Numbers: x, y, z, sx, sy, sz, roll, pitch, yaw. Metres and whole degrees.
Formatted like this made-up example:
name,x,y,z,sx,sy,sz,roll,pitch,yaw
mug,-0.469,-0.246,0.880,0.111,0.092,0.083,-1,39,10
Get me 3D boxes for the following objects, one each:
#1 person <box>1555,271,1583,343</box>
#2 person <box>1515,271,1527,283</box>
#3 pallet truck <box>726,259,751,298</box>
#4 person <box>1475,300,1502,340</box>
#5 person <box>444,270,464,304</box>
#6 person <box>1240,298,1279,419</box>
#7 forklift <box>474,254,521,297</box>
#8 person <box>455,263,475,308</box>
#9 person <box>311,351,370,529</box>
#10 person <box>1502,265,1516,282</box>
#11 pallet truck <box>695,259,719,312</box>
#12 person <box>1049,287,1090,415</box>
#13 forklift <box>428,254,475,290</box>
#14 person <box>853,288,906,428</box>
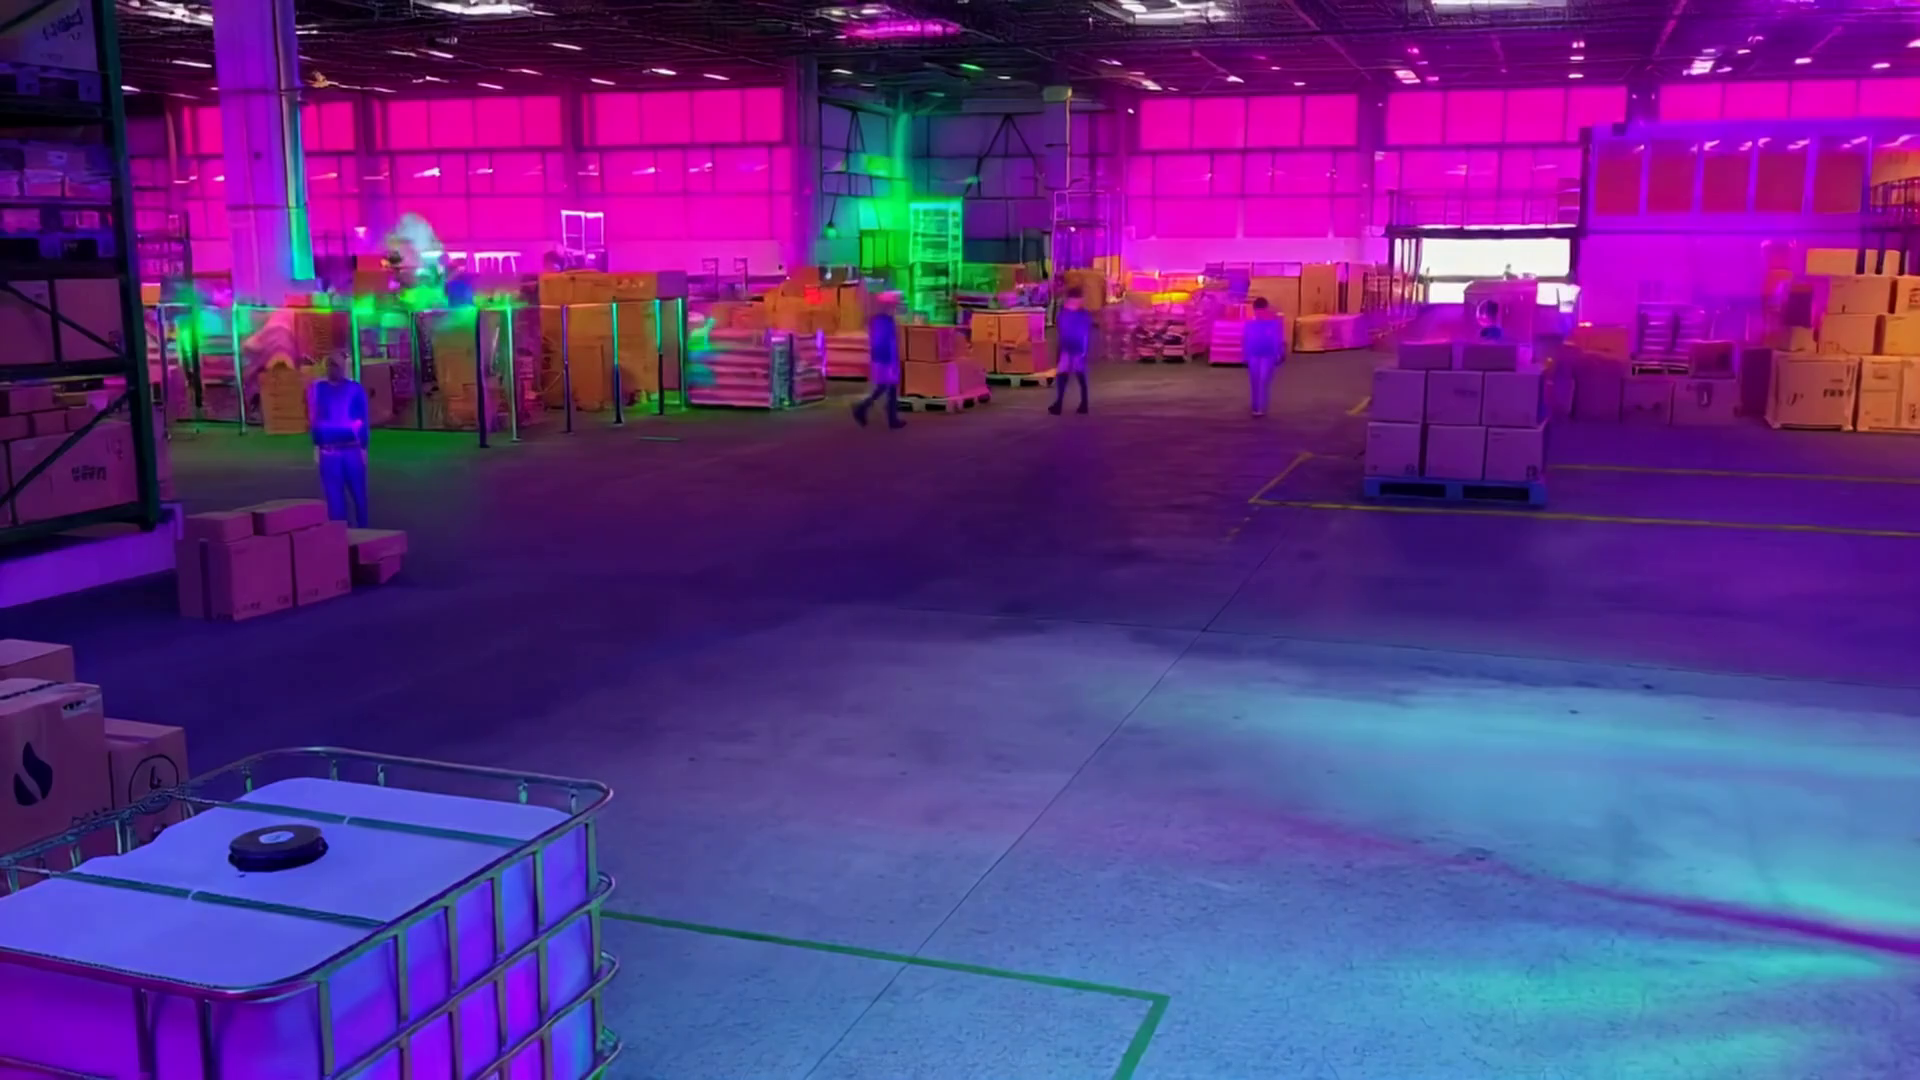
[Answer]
name,x,y,z,sx,sy,sz,roll,pitch,yaw
person,14.073,-5.267,38.502,0.607,1.897,0.600,7,12,36
person,11.768,-4.708,35.163,0.368,1.961,0.612,8,13,37
pallet truck,-7.986,-9.493,62.019,0.823,1.965,1.885,3,11,17
person,6.151,-1.873,19.486,0.332,1.865,0.520,7,12,34
person,-12.795,-5.834,41.798,0.991,1.853,0.665,4,11,23
person,4.296,-2.608,23.963,0.546,1.742,0.684,5,11,25
forklift,-17.990,-10.121,64.684,1.157,1.987,2.680,3,11,17
person,-13.386,-6.441,44.798,0.614,2.020,0.538,-1,10,-4
person,-5.115,-0.744,13.751,0.512,1.642,0.312,2,10,11
person,19.381,-8.809,58.690,0.558,1.809,0.450,1,10,6
pallet truck,-9.165,-9.627,62.776,0.823,1.965,1.885,4,11,23
person,1.654,-2.786,24.575,0.561,1.884,0.980,7,12,33
forklift,-20.133,-10.254,65.465,1.157,1.987,2.680,3,11,19
person,-1.089,-2.464,22.657,0.736,1.921,0.543,-9,13,-40
